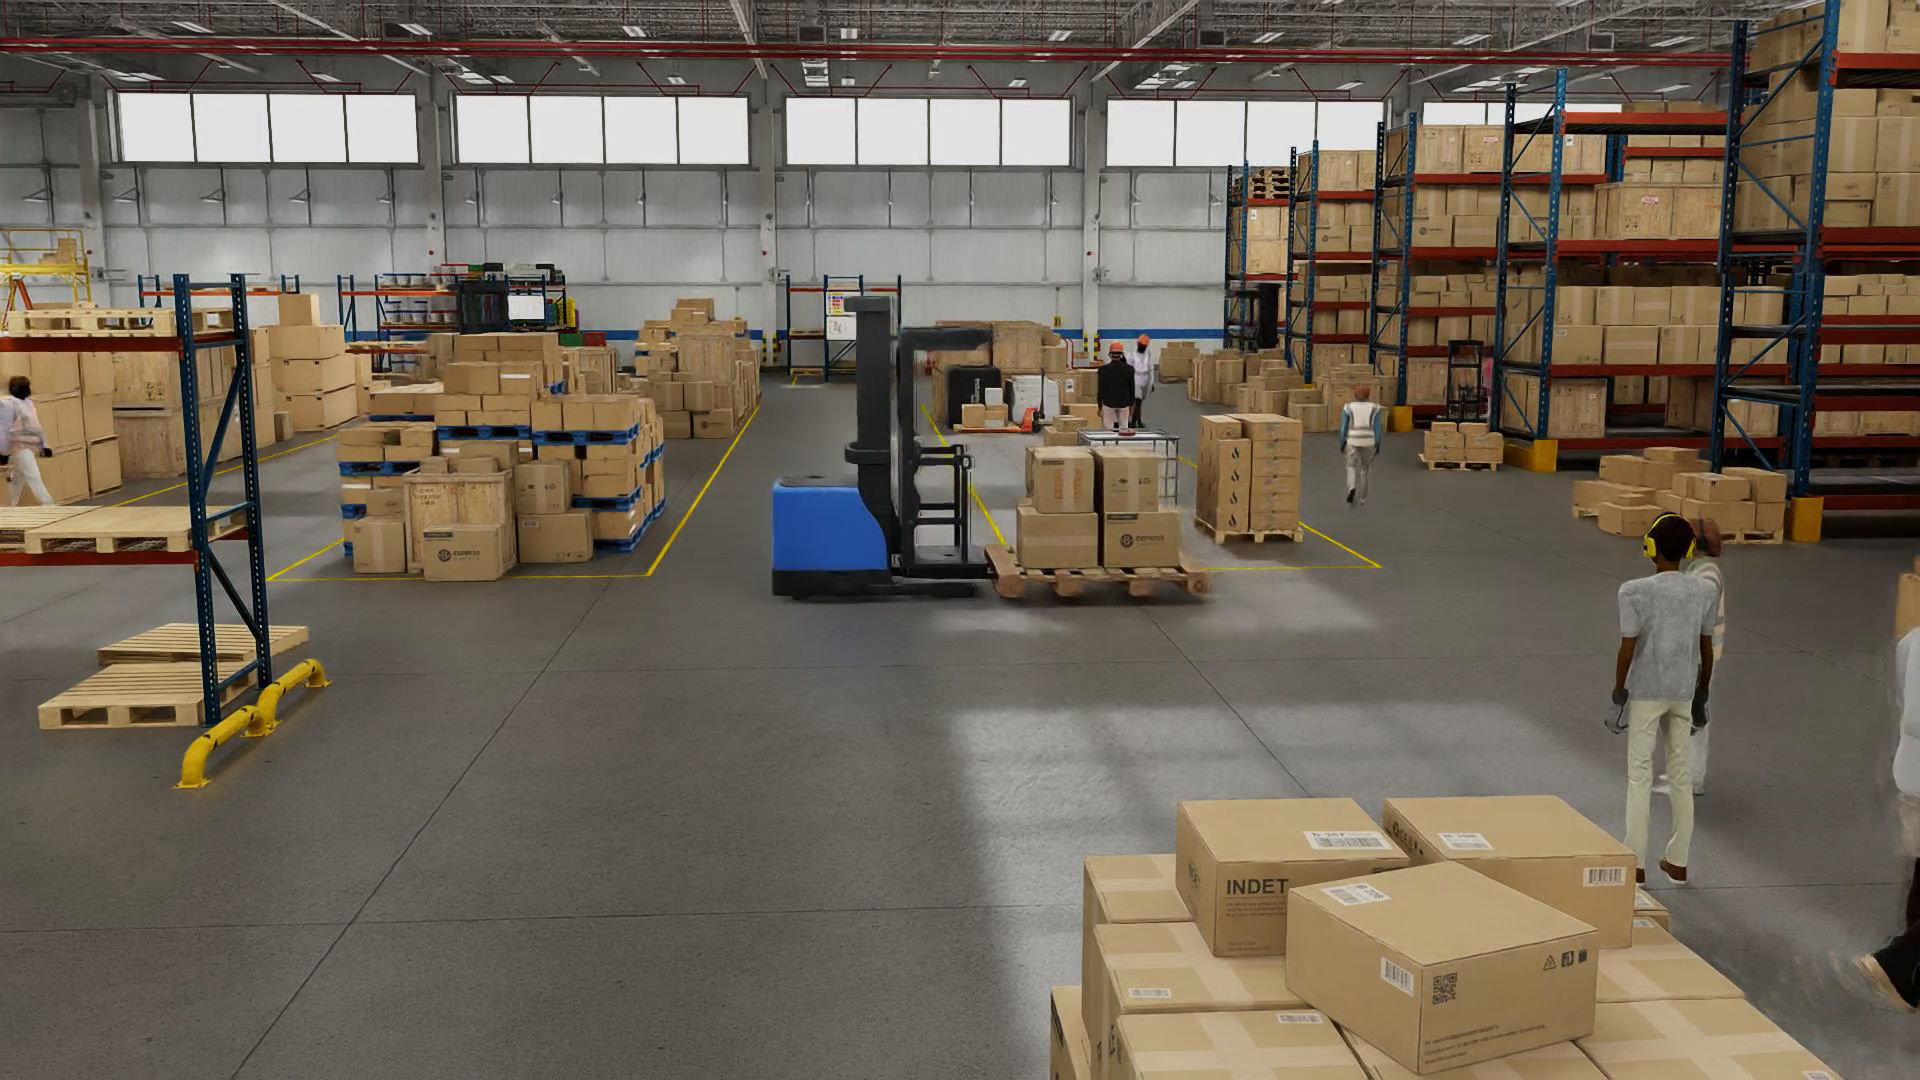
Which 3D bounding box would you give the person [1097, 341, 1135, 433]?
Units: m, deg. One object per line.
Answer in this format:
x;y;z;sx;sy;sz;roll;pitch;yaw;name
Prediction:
2.448;-2.127;26.158;0.611;1.995;0.381;-1;9;-8;person

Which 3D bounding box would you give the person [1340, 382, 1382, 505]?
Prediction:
5.262;-1.253;21.832;0.528;1.629;0.420;2;9;14;person

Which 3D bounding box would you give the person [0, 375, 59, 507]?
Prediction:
-11.358;-1.112;20.389;0.946;1.794;0.630;-1;9;-8;person

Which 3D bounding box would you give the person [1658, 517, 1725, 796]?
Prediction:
4.272;0.677;9.677;0.310;1.641;0.519;3;9;18;person

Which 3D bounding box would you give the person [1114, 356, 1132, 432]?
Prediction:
2.666;-2.235;27.767;0.531;1.698;0.320;-5;10;-30;person

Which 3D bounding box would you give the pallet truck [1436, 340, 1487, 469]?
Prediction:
8.004;-2.170;26.422;0.823;1.965;1.885;2;9;14;pallet truck

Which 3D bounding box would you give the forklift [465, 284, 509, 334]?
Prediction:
-10.683;-4.419;37.778;1.129;2.768;1.873;-7;12;-38;forklift

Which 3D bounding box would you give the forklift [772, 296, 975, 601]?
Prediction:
-0.835;-0.898;15.670;1.873;2.768;1.129;-1;9;-4;forklift

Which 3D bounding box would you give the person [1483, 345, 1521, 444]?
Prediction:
9.619;-2.557;29.489;0.955;1.791;0.651;-1;9;-4;person

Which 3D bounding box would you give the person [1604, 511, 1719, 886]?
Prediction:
3.461;0.789;8.243;0.514;1.872;0.328;-1;9;-4;person

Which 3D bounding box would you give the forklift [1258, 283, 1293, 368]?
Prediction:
7.912;-5.195;42.650;1.873;2.768;1.129;-1;9;-4;forklift

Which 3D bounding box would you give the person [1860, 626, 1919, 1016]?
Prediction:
3.946;0.989;6.718;0.527;1.954;0.609;-1;9;-9;person

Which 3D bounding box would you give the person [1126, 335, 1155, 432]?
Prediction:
3.484;-3.067;32.467;0.532;1.887;1.031;-2;9;-14;person
